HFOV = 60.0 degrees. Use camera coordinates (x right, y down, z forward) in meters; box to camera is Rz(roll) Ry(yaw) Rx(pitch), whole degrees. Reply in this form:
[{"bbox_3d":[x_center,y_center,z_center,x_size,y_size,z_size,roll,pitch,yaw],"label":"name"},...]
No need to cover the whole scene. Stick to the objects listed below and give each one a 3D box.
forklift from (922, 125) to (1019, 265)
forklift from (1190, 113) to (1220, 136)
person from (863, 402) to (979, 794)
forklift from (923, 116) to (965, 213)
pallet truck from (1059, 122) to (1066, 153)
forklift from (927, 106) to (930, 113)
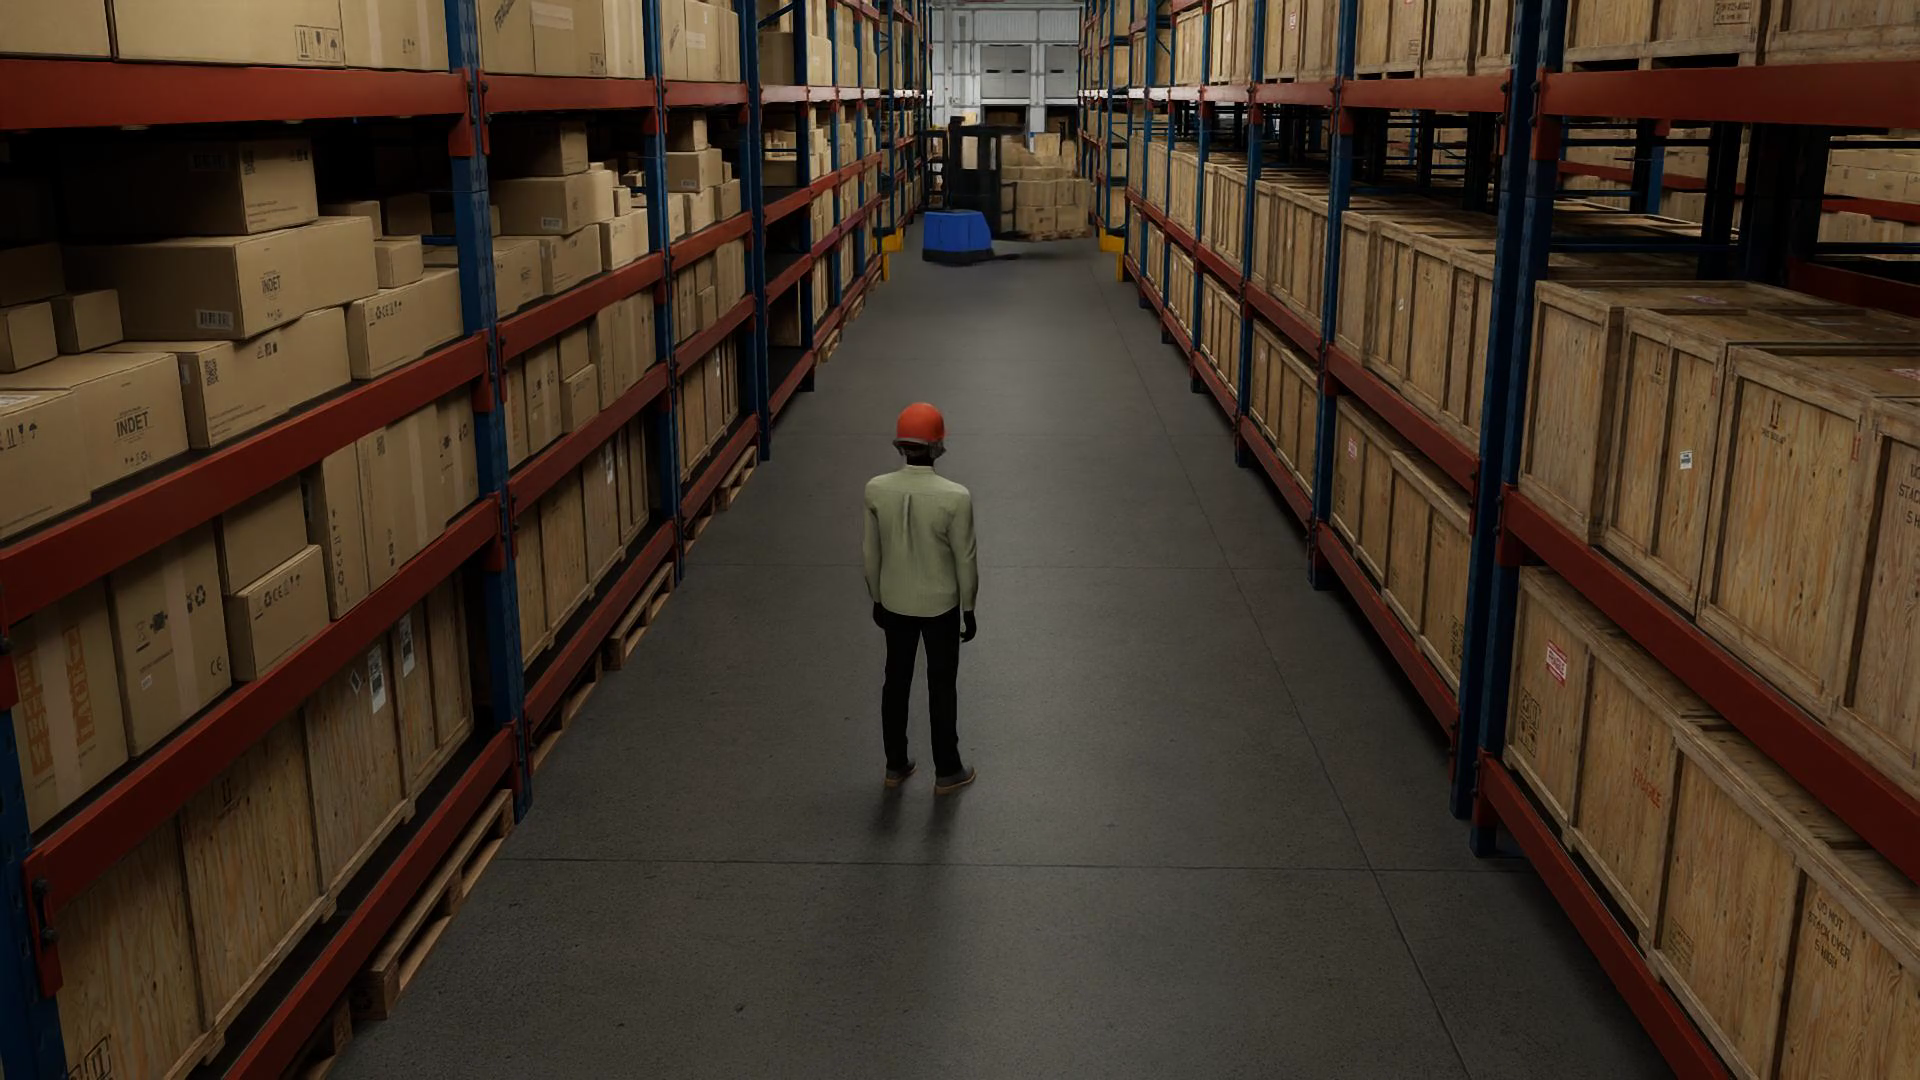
[{"bbox_3d":[0.199,-7.182,34.512,1.129,2.768,1.873,14,20,41],"label":"forklift"},{"bbox_3d":[7.958,-12.512,54.345,1.129,2.768,1.873,0,15,1],"label":"forklift"},{"bbox_3d":[-0.187,0.299,8.353,0.613,1.997,0.374,6,16,22],"label":"person"},{"bbox_3d":[-0.099,-10.752,47.794,1.873,2.768,1.129,0,15,2],"label":"forklift"},{"bbox_3d":[5.788,-21.111,88.014,1.885,1.965,0.823,5,16,18],"label":"pallet truck"},{"bbox_3d":[-2.001,-20.667,84.687,1.129,2.768,1.873,0,15,2],"label":"forklift"}]
